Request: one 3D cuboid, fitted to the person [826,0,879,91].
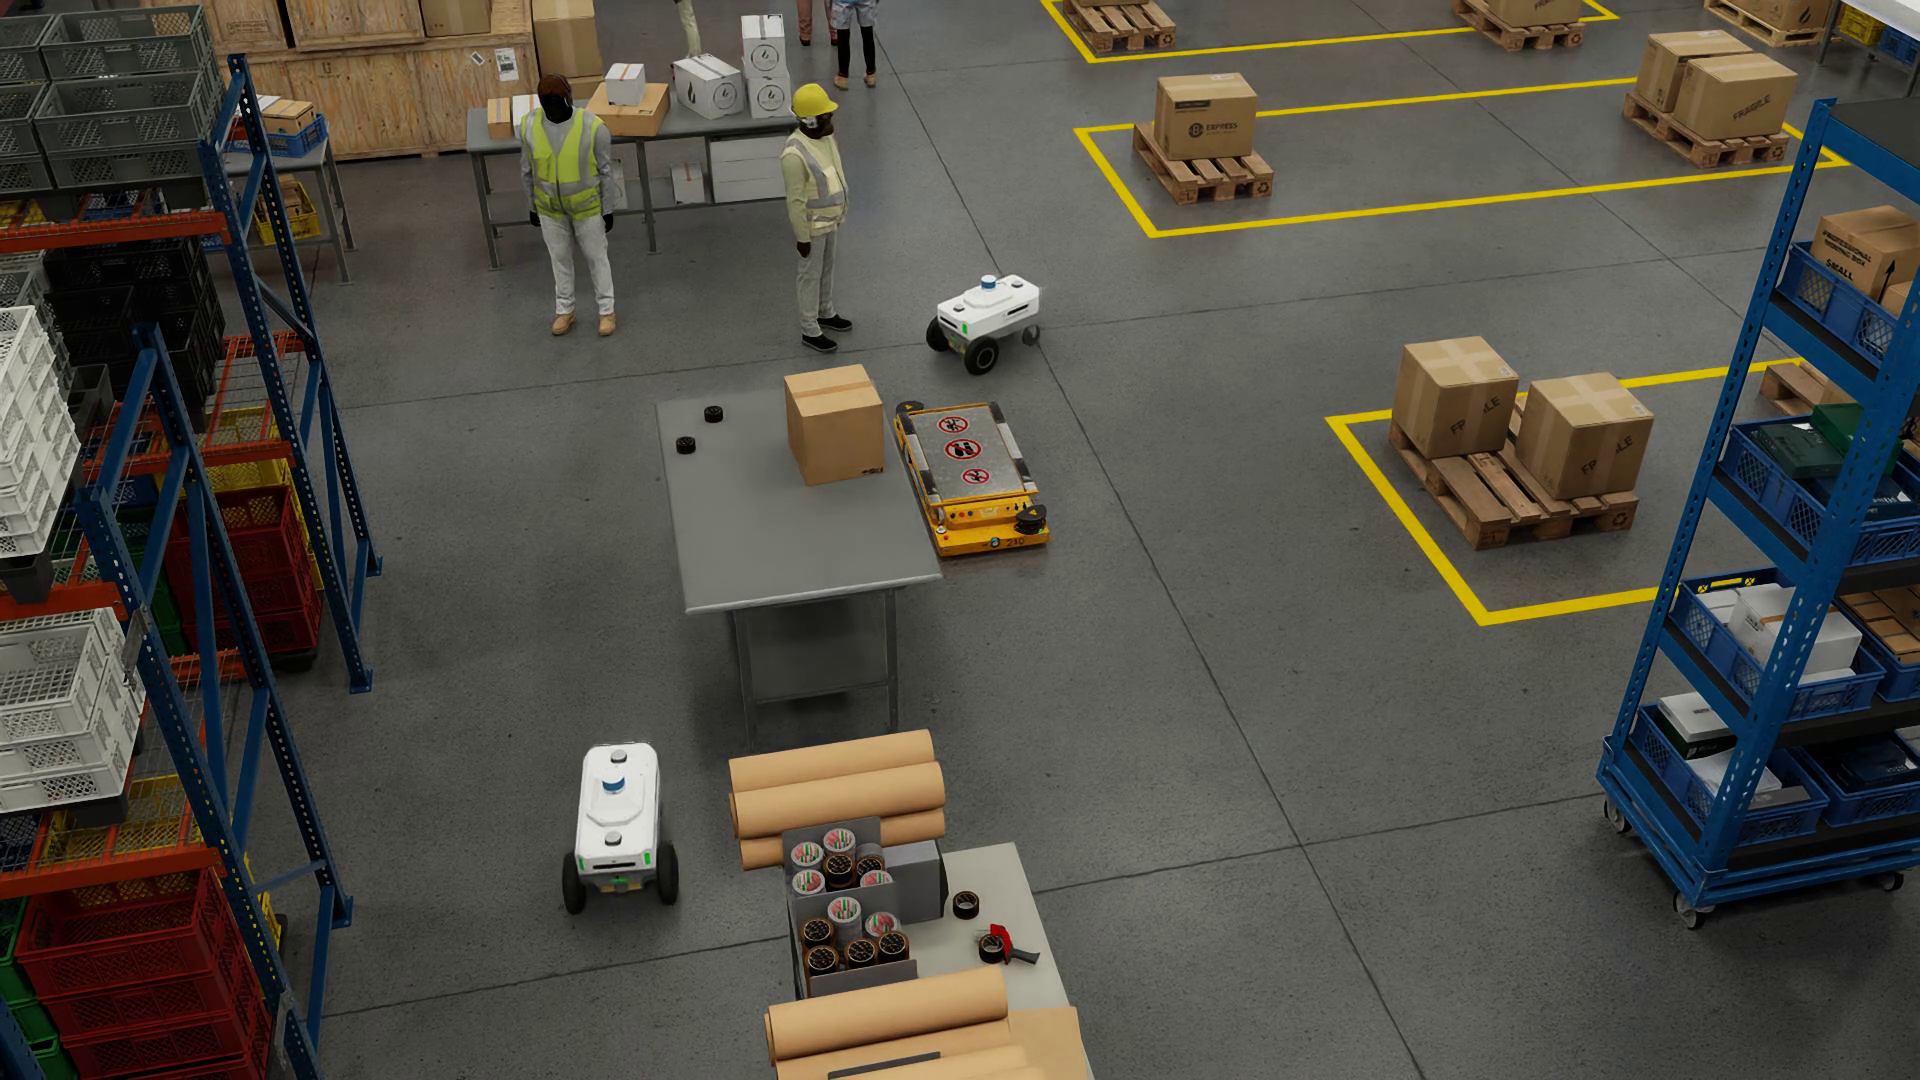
[{"bbox_3d":[-0.957,-4.889,14.918,0.540,1.692,0.320,-11,38,-14],"label":"person"}]

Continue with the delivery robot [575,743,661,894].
[{"bbox_3d":[-1.550,1.239,7.554,0.477,0.478,0.707,-4,37,-5],"label":"delivery robot"}]

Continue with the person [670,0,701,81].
[{"bbox_3d":[-2.552,-5.113,15.082,0.328,1.862,0.510,-6,37,-8],"label":"person"}]

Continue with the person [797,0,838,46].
[{"bbox_3d":[-1.382,-5.665,15.785,0.643,1.909,0.400,2,37,3],"label":"person"}]

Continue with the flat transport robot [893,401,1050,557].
[{"bbox_3d":[0.046,-0.430,10.108,0.652,0.197,1.431,-8,37,-10],"label":"flat transport robot"}]

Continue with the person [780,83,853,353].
[{"bbox_3d":[-0.946,-2.159,11.128,0.404,1.836,0.600,11,38,15],"label":"person"}]

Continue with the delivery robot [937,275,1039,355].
[{"bbox_3d":[0.196,-1.568,11.322,0.707,0.478,0.477,-26,44,-31],"label":"delivery robot"}]

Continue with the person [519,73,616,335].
[{"bbox_3d":[-2.634,-2.254,11.254,0.627,1.844,0.429,2,37,2],"label":"person"}]
